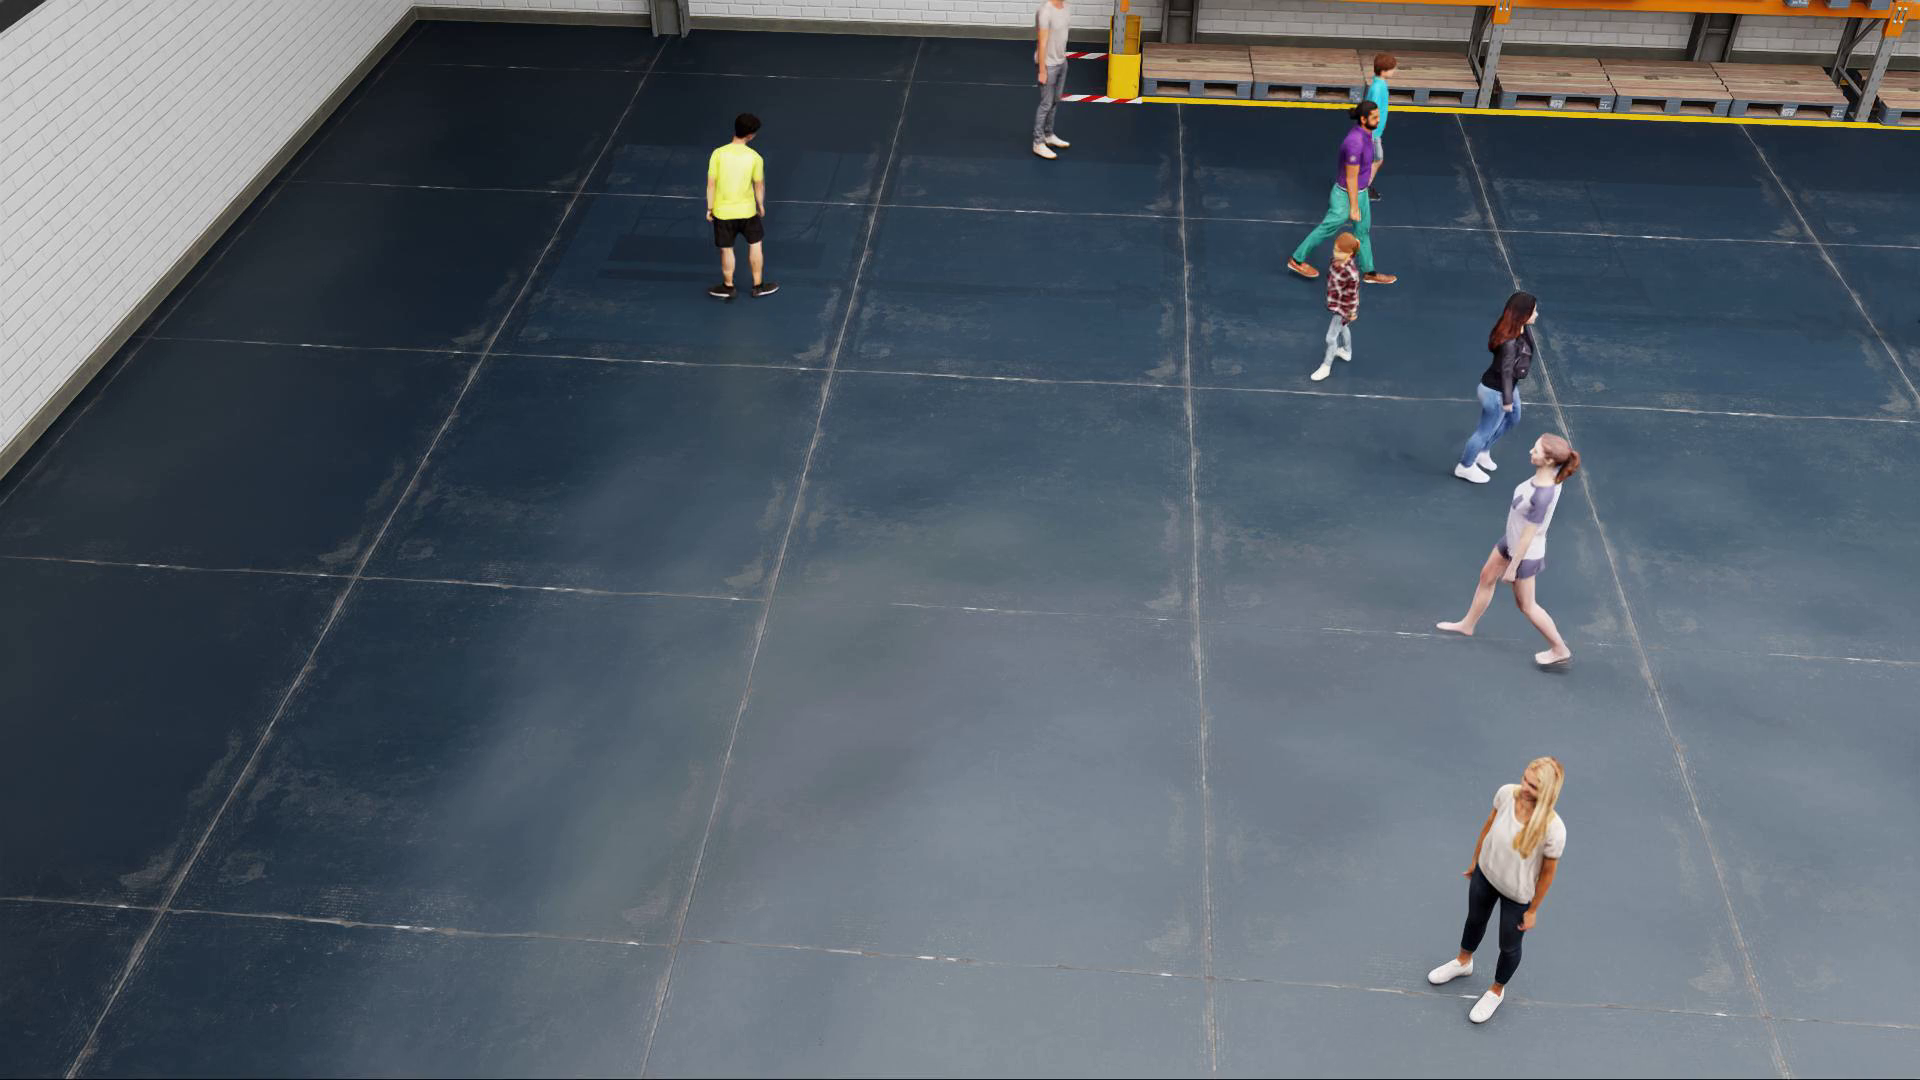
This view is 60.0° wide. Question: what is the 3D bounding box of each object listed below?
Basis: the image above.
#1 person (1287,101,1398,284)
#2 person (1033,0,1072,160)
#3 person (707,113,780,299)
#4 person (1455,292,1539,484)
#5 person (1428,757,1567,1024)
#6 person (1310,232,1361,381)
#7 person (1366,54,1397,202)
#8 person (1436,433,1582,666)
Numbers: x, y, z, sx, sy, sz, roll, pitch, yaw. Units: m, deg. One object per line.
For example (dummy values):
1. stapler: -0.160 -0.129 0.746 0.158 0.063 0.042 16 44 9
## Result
1. person: 3.339 -3.048 14.691 1.289 1.717 0.947 18 42 21
2. person: 0.912 -4.814 16.764 0.752 1.889 0.759 21 43 25
3. person: -2.000 -2.887 14.525 0.594 1.673 0.903 -16 41 -19
4. person: 3.935 -1.140 12.377 0.694 1.623 0.723 12 40 15
5. person: 2.826 1.774 8.579 0.697 1.809 0.670 -21 43 -24
6. person: 3.160 -1.957 13.674 0.795 1.281 0.718 -6 39 -8
7. person: 3.940 -4.014 16.120 0.592 1.444 0.585 9 40 12
8. person: 3.723 0.103 10.737 1.170 1.728 0.815 14 41 17
